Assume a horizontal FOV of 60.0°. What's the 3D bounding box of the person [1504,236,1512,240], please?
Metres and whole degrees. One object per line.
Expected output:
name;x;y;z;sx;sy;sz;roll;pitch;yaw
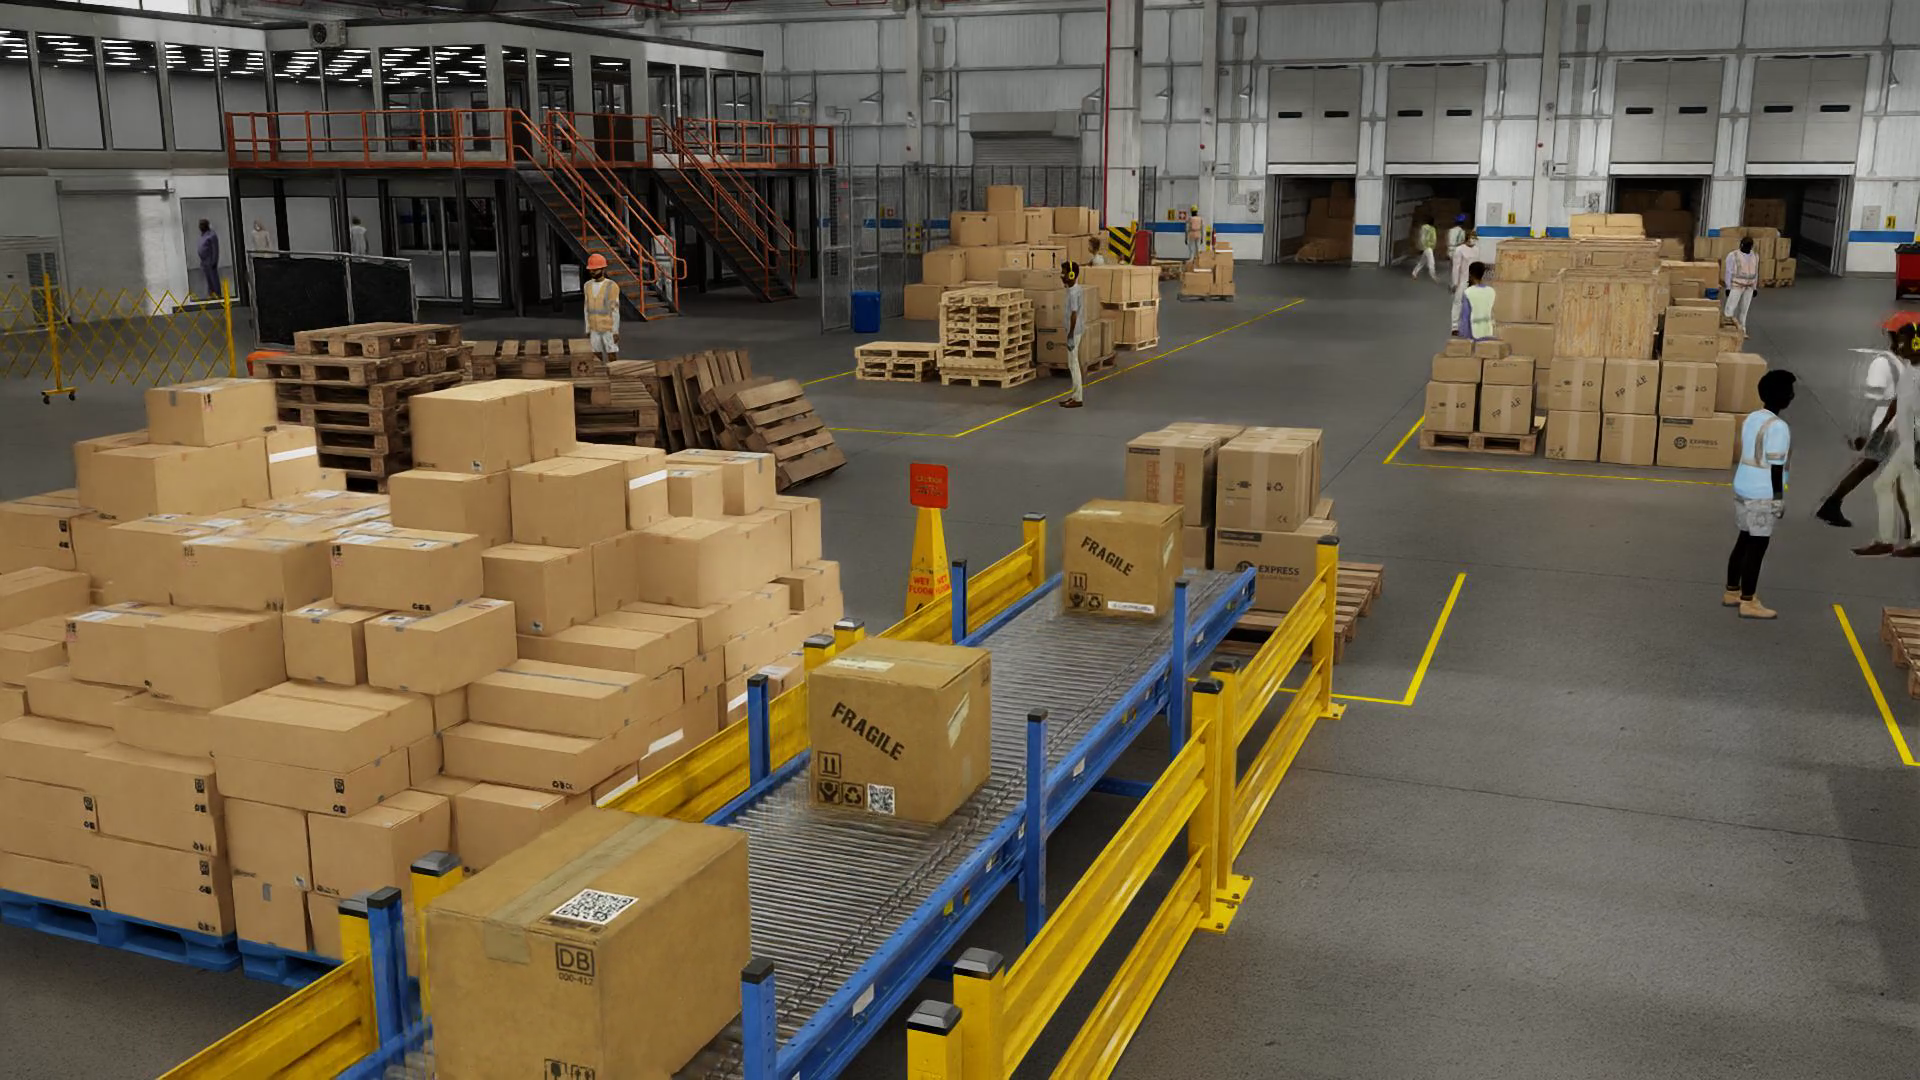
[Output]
person;10.727;-5.115;32.726;0.517;1.716;0.695;-6;14;-26

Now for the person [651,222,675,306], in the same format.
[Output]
person;-6.439;-5.967;36.209;0.572;1.883;0.356;6;14;26

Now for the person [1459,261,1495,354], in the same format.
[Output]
person;6.472;-2.519;20.738;0.597;1.895;0.622;-10;16;-37

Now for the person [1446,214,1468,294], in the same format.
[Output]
person;12.159;-6.958;40.538;0.481;1.926;0.652;-5;14;-23

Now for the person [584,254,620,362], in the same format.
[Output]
person;-4.718;-2.788;21.859;0.541;1.928;0.398;6;14;24

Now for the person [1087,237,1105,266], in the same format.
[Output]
person;2.460;-4.460;29.568;0.521;1.827;0.535;0;13;-1

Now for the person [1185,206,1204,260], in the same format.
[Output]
person;7.165;-9.255;50.905;0.600;1.913;0.429;-3;13;-12

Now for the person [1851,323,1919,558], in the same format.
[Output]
person;7.306;-0.766;12.979;0.724;1.835;0.507;4;13;17

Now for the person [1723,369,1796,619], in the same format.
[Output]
person;5.443;-0.316;11.304;0.320;1.693;0.537;1;13;6

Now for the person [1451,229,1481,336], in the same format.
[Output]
person;9.251;-4.693;30.380;0.627;1.934;0.370;-7;14;-28

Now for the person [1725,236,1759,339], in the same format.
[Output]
person;13.969;-4.497;29.724;0.621;1.837;0.429;-2;13;-8

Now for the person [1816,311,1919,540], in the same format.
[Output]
person;7.686;-0.966;13.796;1.040;1.879;0.554;12;17;43

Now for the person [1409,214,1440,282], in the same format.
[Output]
person;12.681;-7.951;45.279;0.869;1.816;0.632;9;15;34

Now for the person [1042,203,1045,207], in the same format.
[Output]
person;2.846;-9.828;53.355;0.962;1.951;0.652;1;13;5

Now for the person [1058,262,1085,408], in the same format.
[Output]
person;1.426;-2.617;21.246;0.327;1.862;0.500;2;13;7
